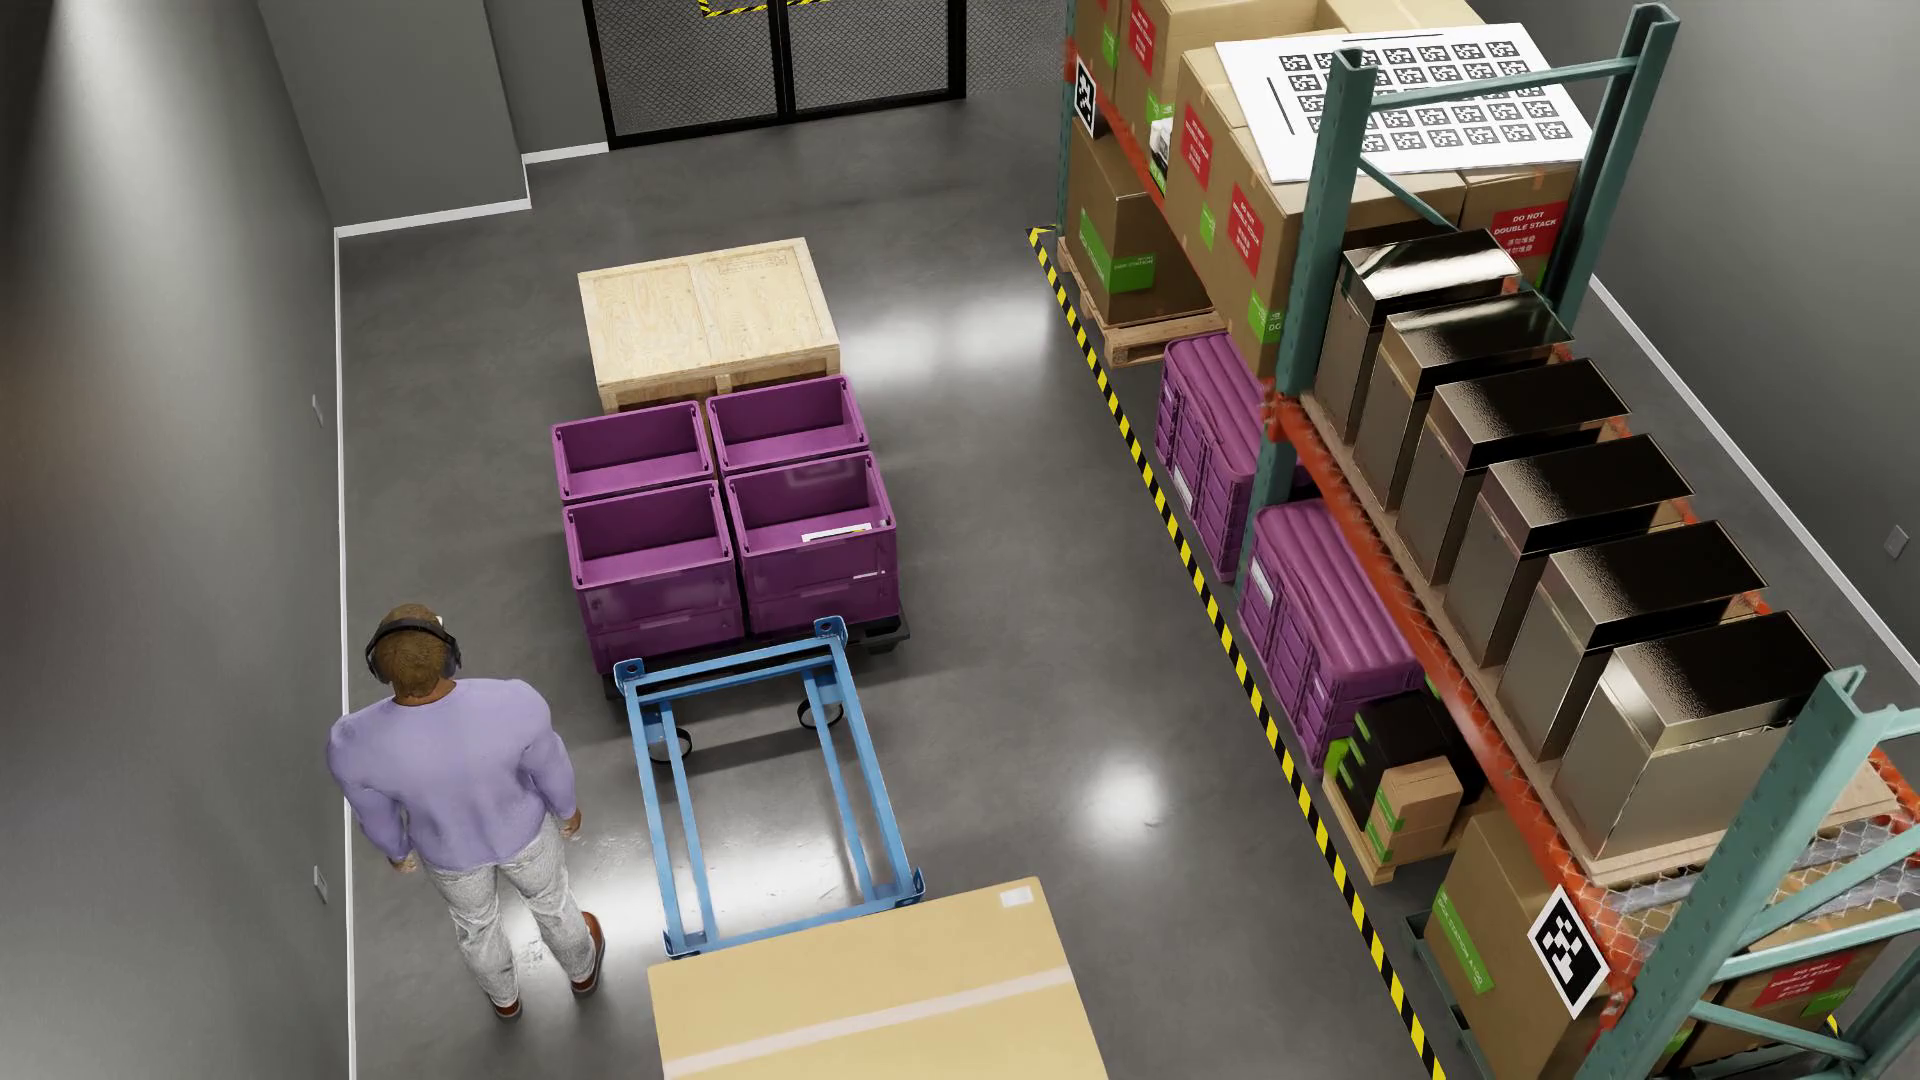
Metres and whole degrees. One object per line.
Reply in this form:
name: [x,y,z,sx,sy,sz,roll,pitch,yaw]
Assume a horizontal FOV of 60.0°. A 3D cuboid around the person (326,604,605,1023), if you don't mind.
person: [-1.468,0.874,5.084,0.627,1.941,0.371,-12,49,-11]
